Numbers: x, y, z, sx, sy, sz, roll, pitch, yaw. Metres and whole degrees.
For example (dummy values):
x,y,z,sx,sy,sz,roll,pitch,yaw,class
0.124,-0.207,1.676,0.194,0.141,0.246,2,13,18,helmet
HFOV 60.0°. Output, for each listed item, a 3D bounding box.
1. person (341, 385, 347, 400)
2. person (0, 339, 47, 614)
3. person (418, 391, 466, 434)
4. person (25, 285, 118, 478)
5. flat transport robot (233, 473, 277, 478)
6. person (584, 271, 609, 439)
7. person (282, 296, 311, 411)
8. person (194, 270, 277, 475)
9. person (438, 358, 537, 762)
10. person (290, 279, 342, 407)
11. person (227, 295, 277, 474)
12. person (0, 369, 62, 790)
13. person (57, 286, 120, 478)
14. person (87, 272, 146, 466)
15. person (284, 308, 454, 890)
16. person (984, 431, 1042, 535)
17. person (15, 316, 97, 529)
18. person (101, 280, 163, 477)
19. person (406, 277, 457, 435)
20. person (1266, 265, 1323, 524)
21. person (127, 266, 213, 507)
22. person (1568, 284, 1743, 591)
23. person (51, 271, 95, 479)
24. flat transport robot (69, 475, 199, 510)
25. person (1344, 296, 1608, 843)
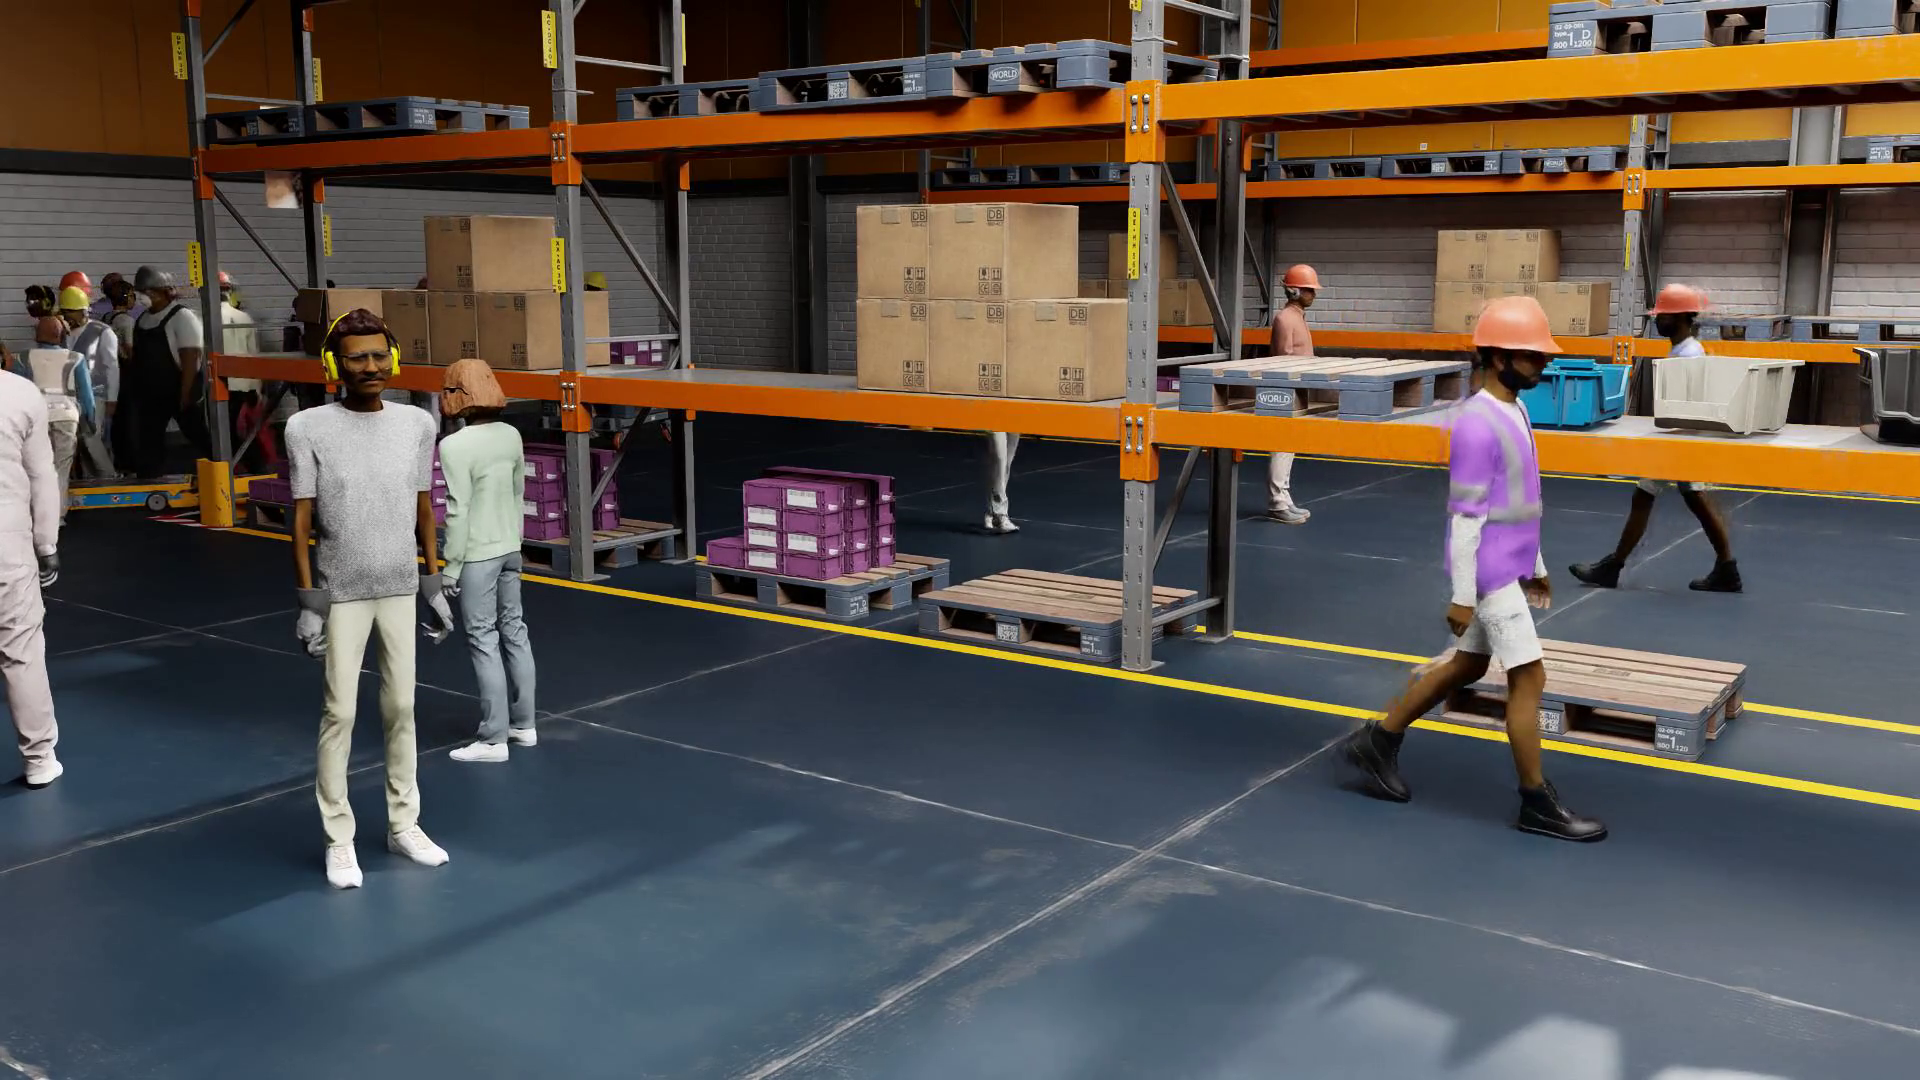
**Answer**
x,y,z,sx,sy,sz,roll,pitch,yaw,class
-6.667,-1.824,18.020,0.565,1.664,0.773,-4,10,-20,person
-5.398,-0.352,9.371,0.533,1.614,0.520,-8,13,-40,person
-4.148,-1.154,13.513,0.811,1.832,0.564,7,12,36,person
-7.874,-1.299,14.474,0.514,1.813,1.007,7,12,37,person
-5.518,-0.466,14.075,1.431,0.197,0.652,-7,12,-36,flat transport robot
-4.171,-2.082,18.854,0.559,1.899,0.607,-9,13,-42,person
-7.315,-1.919,18.686,0.553,1.629,0.371,-7,12,-35,person
-6.181,-1.314,14.135,0.836,1.961,0.652,4,10,21,person
-1.933,0.083,6.753,0.268,1.632,0.506,3,10,19,person
-6.173,-1.608,16.175,0.613,1.862,1.010,-8,13,-41,person
-6.596,-1.367,15.094,0.770,1.729,0.535,-6,11,-34,person
-3.733,0.034,6.252,0.638,1.903,0.408,-6,11,-34,person
-7.307,-1.201,13.851,0.616,1.812,0.442,1,10,9,person
-8.288,-1.680,16.442,0.642,1.909,0.409,-3,10,-17,person
-1.917,0.183,5.455,0.521,1.873,0.335,-8,12,-40,person
0.366,-0.963,12.289,0.671,1.862,0.819,-3,10,-19,person
-6.929,-0.912,12.778,0.541,1.592,0.884,-2,10,-13,person
-7.673,-1.462,15.322,0.506,1.847,0.343,7,12,35,person
-5.120,-1.602,16.110,0.655,1.885,0.745,-2,10,-12,person
2.584,-1.126,12.887,0.400,1.990,0.623,4,10,20,person
-6.566,-1.312,13.850,0.710,2.000,1.003,5,11,25,person
4.345,-0.610,10.161,1.011,1.887,0.550,4,10,24,person
-7.566,-1.333,14.303,0.376,1.933,0.544,-1,10,-5,person
-6.888,-0.378,13.548,1.431,0.197,0.652,-4,10,-23,flat transport robot
1.841,0.087,5.925,0.926,1.909,0.542,5,11,26,person
